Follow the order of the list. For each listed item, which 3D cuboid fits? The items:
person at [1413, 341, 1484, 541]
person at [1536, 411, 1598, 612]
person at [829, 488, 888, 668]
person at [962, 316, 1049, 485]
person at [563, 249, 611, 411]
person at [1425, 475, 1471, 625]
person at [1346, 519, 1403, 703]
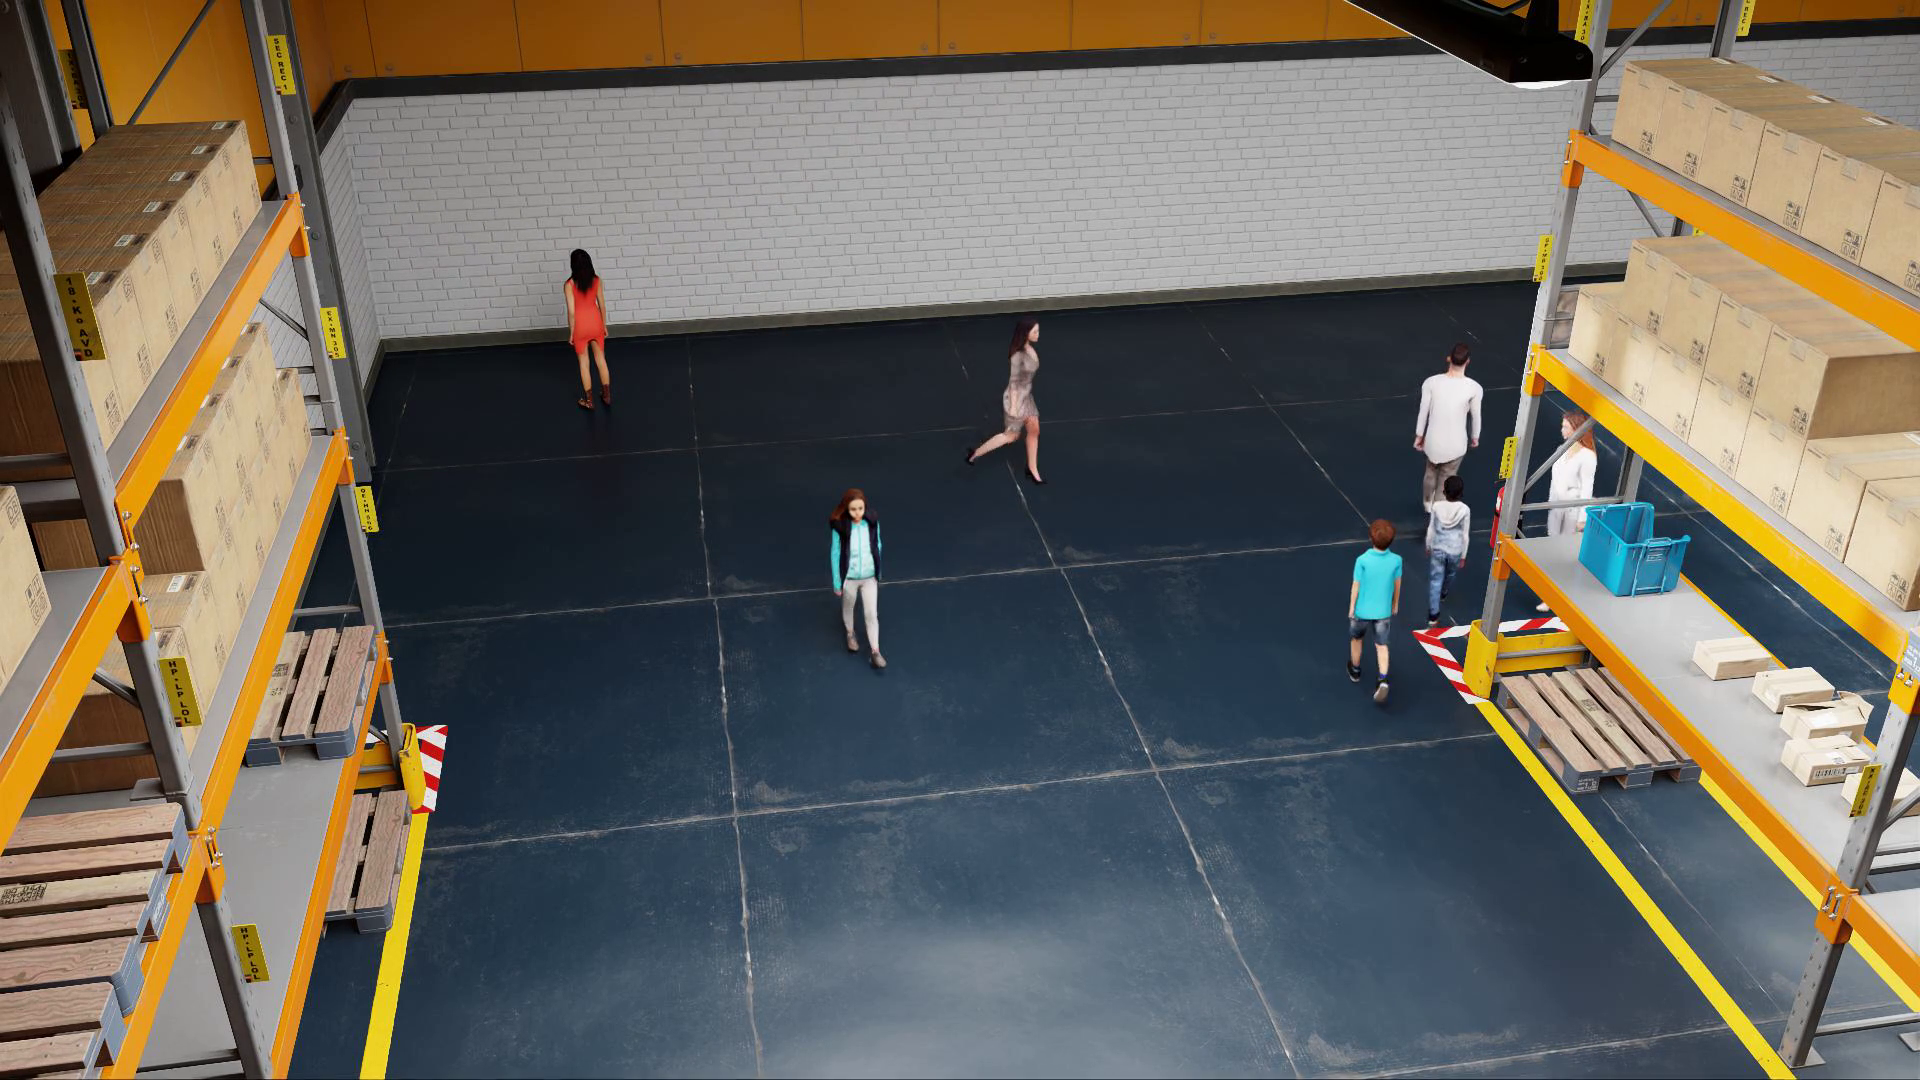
[{"bbox_3d":[4.252,-0.836,14.611,1.034,1.807,1.163,12,31,21],"label":"person"},{"bbox_3d":[5.029,-0.223,13.560,0.806,1.738,0.884,-13,31,-23],"label":"person"},{"bbox_3d":[-0.827,0.236,13.001,0.666,1.468,0.907,-10,30,-17],"label":"person"},{"bbox_3d":[0.458,-1.288,15.538,1.007,1.714,1.102,7,29,12],"label":"person"},{"bbox_3d":[-3.849,-2.181,17.170,0.669,1.719,0.664,-20,34,-32],"label":"person"},{"bbox_3d":[3.925,0.103,13.493,0.732,1.230,0.960,8,30,15],"label":"person"},{"bbox_3d":[3.123,0.531,12.493,0.625,1.436,0.912,0,29,-1],"label":"person"}]
